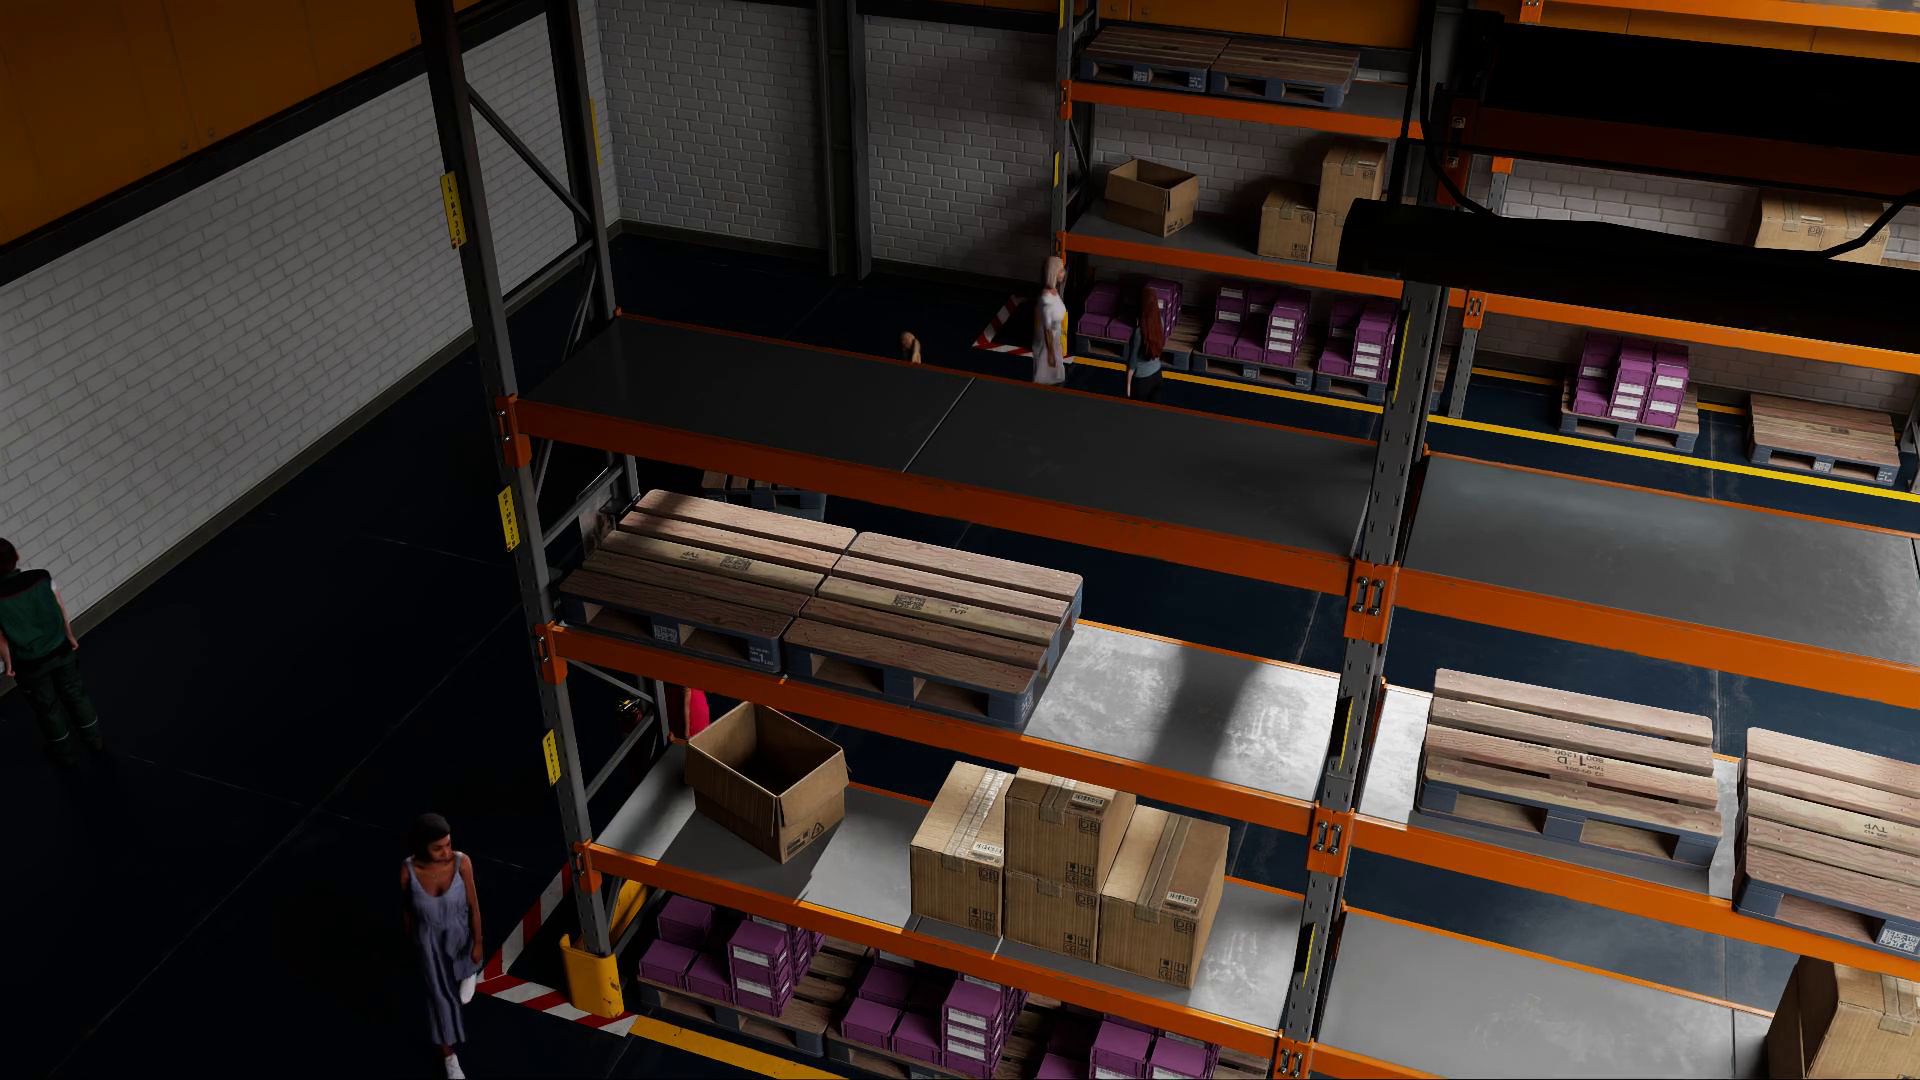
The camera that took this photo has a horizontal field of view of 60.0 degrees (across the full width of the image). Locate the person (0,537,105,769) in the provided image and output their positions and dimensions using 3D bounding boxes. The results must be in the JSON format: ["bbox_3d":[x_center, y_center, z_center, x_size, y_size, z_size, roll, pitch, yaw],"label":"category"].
[{"bbox_3d":[-6.251,0.750,11.284,0.729,1.843,0.728,27,42,34],"label":"person"}]

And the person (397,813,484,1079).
[{"bbox_3d":[-2.872,2.152,9.345,1.105,1.654,1.074,-8,34,-12],"label":"person"}]

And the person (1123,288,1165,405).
[{"bbox_3d":[1.628,-1.398,14.610,0.650,1.739,0.644,29,43,36],"label":"person"}]

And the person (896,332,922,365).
[{"bbox_3d":[-0.398,-1.265,14.840,0.640,1.262,0.579,21,39,28],"label":"person"}]
